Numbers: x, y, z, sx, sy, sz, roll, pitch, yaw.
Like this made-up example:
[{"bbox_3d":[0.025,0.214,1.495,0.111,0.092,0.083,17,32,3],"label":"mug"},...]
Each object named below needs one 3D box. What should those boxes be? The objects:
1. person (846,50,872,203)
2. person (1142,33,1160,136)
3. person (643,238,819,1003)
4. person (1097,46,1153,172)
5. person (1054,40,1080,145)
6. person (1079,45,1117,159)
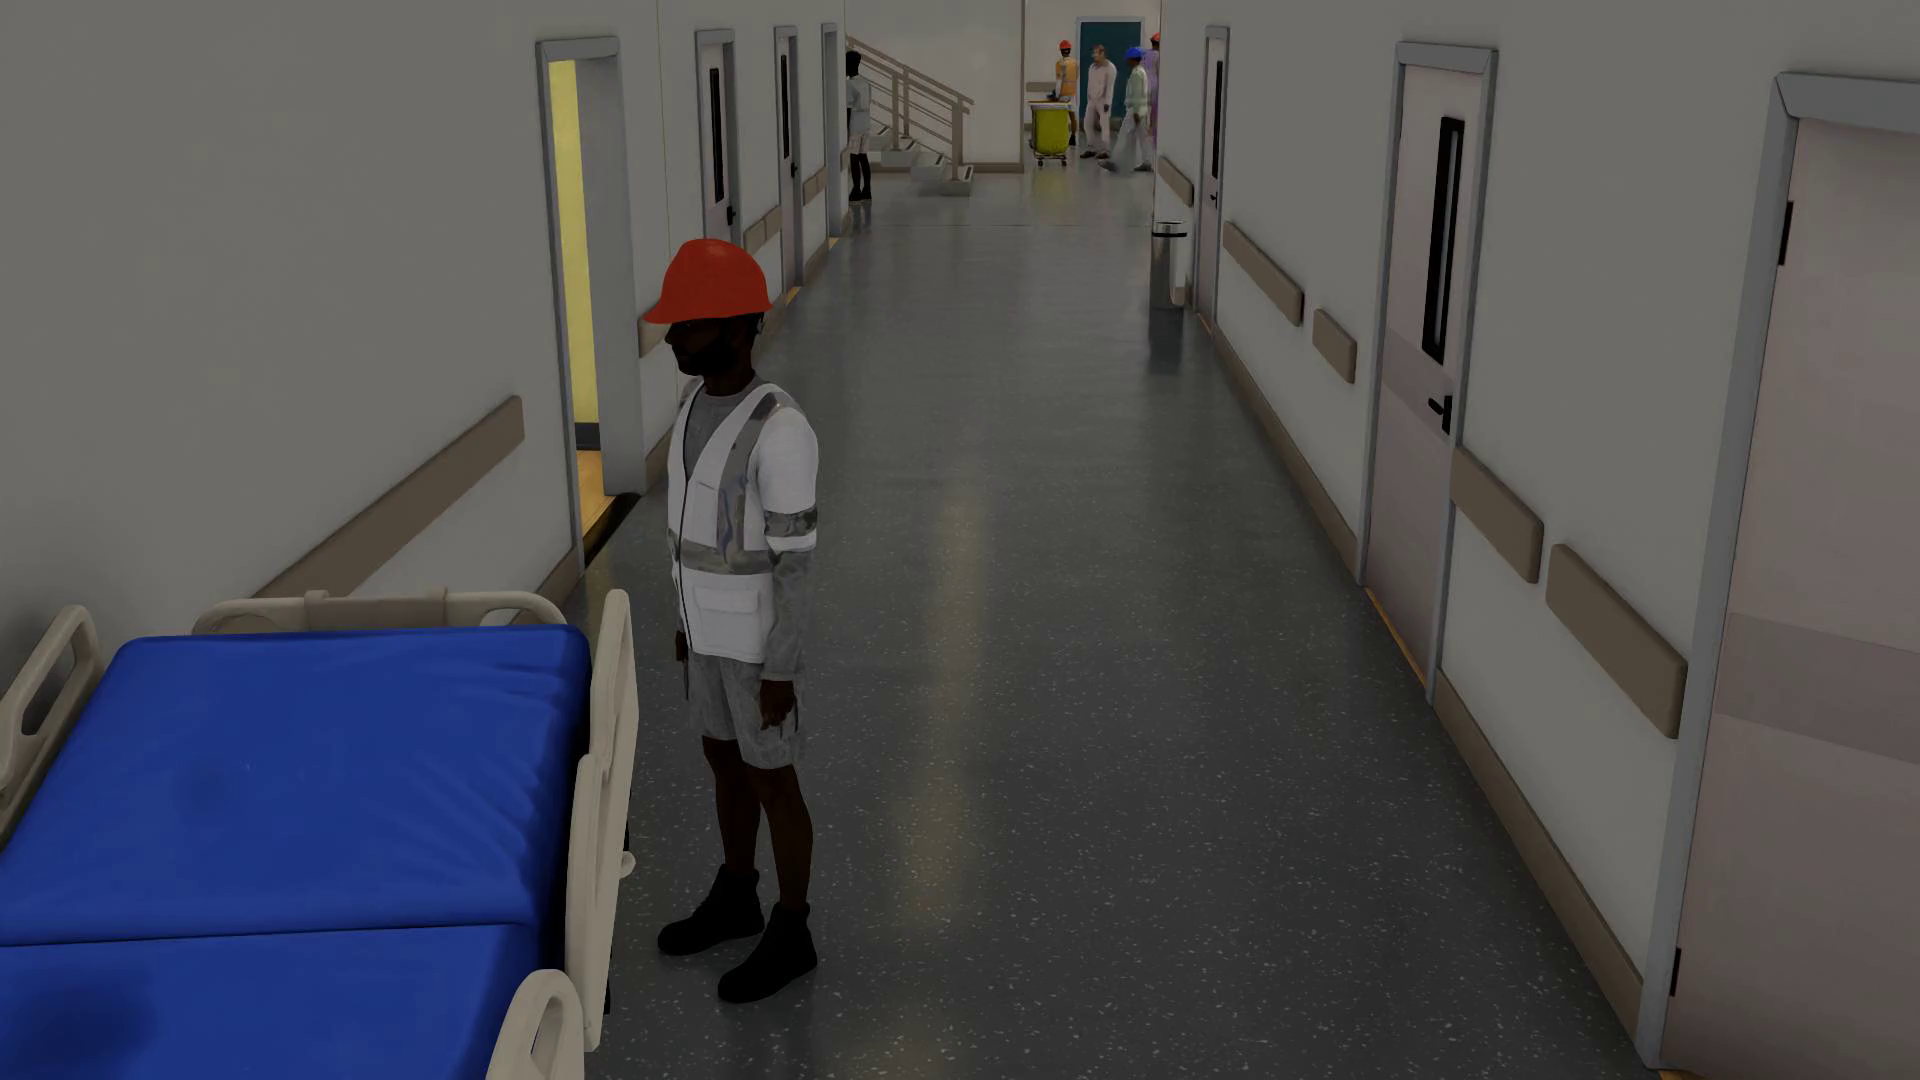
[{"bbox_3d":[-1.373,-5.438,21.928,0.375,1.958,0.598,8,19,23],"label":"person"},{"bbox_3d":[3.948,-9.236,33.753,0.409,2.028,0.611,-11,21,-32],"label":"person"},{"bbox_3d":[-0.572,0.221,4.172,0.358,1.938,0.542,-13,22,-36],"label":"person"},{"bbox_3d":[2.629,-6.748,26.110,0.913,1.910,0.624,6,19,18],"label":"person"},{"bbox_3d":[1.976,-8.373,31.179,0.547,1.934,0.376,-13,22,-36],"label":"person"},{"bbox_3d":[2.348,-7.474,28.428,0.552,1.890,0.672,-16,24,-41],"label":"person"}]
